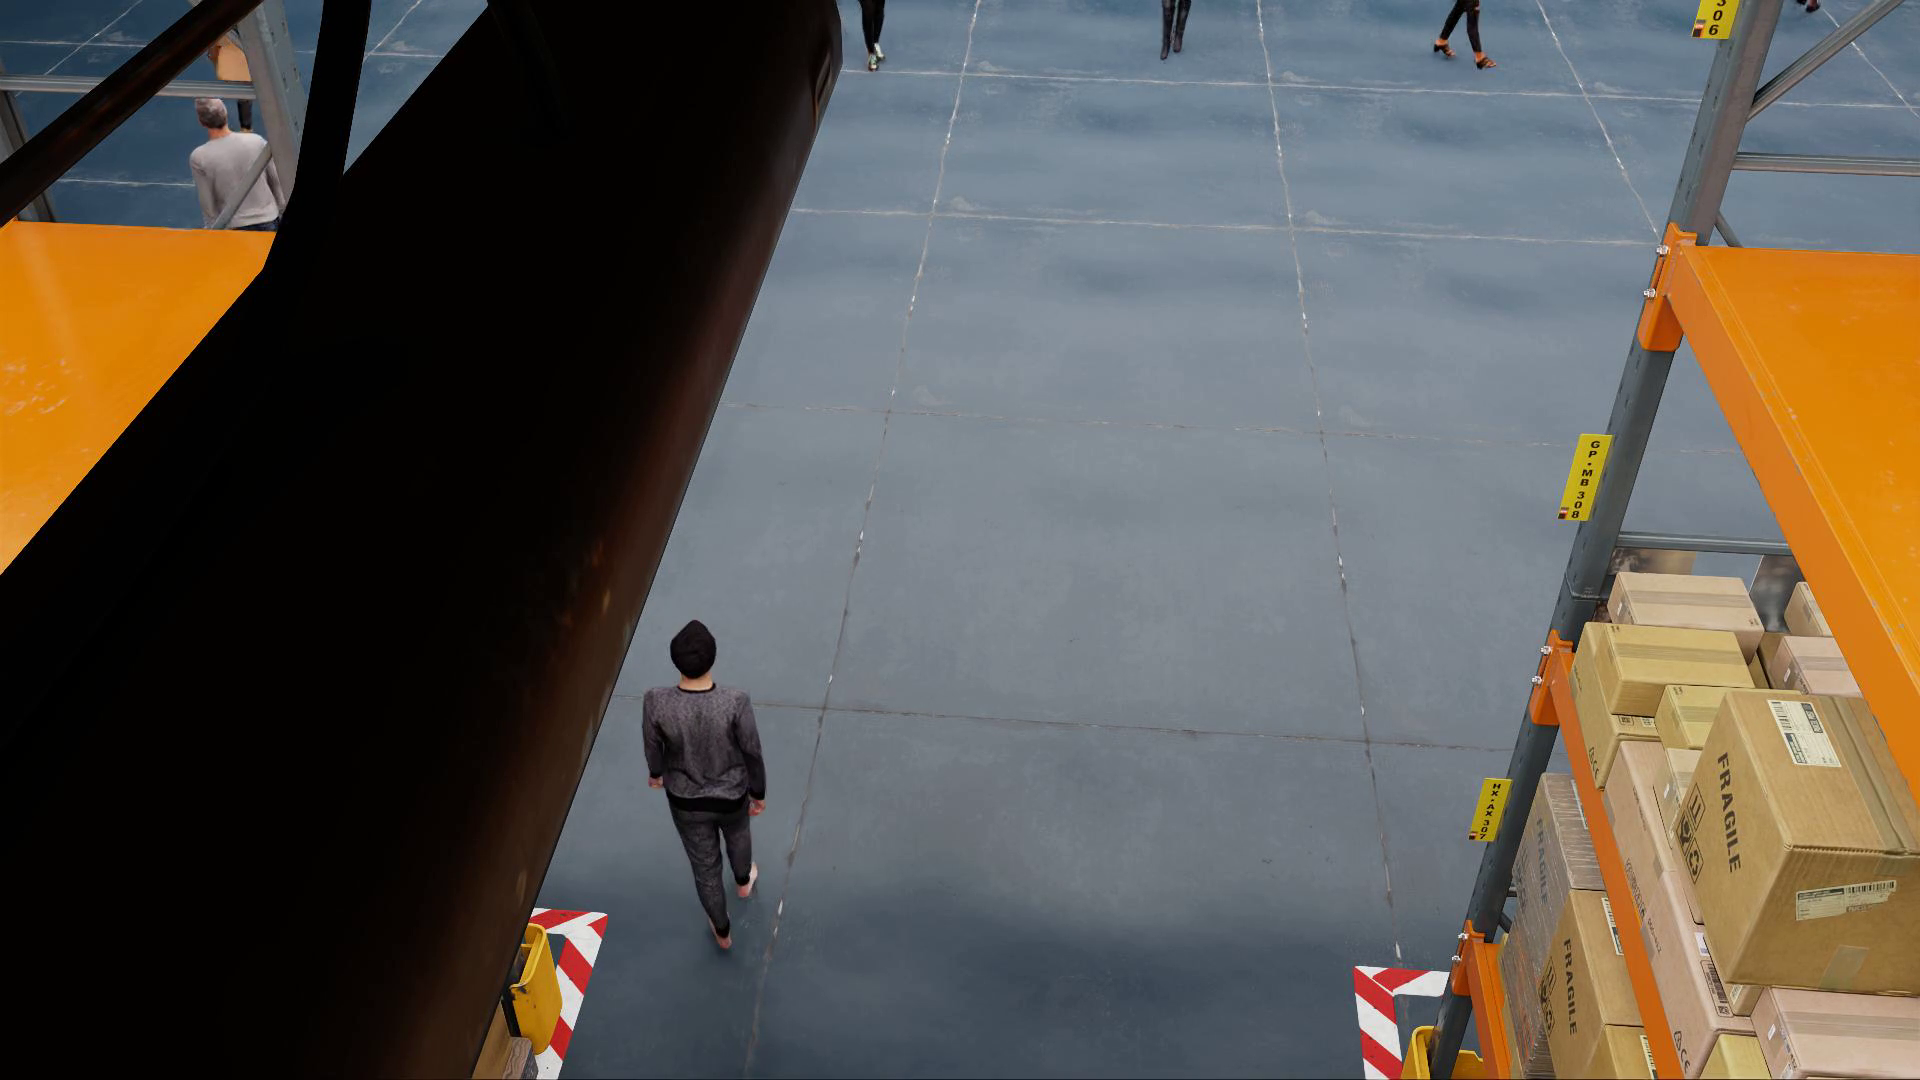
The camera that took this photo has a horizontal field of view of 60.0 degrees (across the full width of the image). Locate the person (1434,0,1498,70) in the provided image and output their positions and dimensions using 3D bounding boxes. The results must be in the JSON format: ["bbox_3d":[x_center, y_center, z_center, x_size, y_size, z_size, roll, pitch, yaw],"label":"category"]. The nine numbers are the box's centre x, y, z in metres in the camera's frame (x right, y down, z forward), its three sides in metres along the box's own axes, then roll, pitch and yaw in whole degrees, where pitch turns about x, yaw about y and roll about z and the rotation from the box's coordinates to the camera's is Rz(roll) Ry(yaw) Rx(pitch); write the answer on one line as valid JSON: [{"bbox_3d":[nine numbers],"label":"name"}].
[{"bbox_3d":[4.894,-5.456,16.122,1.036,1.663,1.093,-27,46,-30],"label":"person"}]

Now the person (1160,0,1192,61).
[{"bbox_3d":[2.179,-5.573,16.347,0.646,1.570,0.790,7,39,9],"label":"person"}]

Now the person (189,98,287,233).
[{"bbox_3d":[-4.992,-2.205,11.783,1.079,1.888,1.189,-22,43,-25],"label":"person"}]

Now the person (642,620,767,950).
[{"bbox_3d":[-1.131,1.183,7.500,0.798,1.831,0.859,-7,39,-9],"label":"person"}]
